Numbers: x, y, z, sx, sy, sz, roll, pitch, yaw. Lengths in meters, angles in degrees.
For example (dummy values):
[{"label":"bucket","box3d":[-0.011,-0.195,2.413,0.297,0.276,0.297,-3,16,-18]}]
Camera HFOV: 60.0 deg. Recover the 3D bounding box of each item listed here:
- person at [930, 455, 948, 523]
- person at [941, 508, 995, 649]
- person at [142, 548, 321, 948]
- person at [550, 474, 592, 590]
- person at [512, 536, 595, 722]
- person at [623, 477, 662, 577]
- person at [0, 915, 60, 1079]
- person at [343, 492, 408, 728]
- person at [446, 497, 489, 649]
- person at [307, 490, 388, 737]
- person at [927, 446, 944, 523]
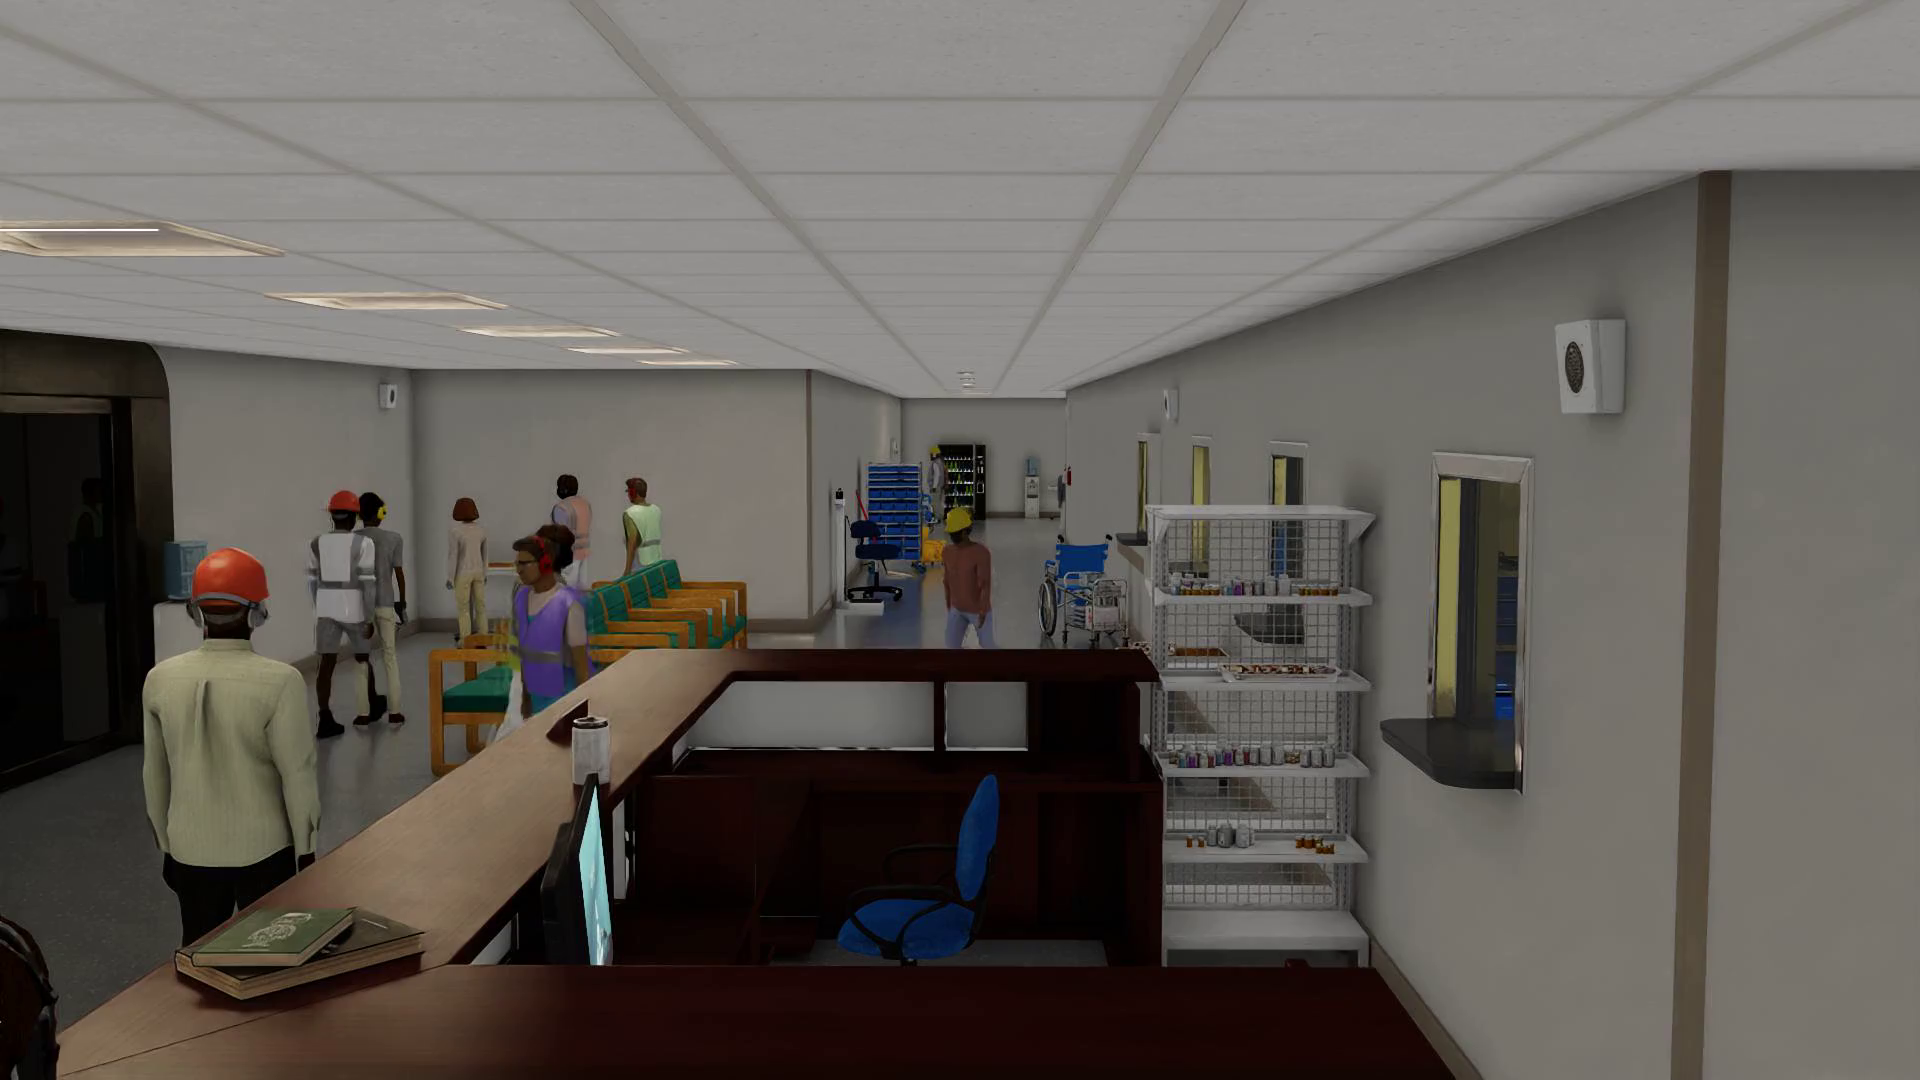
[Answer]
[{"label":"person","box3d":[-0.502,-1.216,39.542,0.533,1.640,0.335,2,5,30]},{"label":"person","box3d":[0.075,0.588,13.724,0.552,1.710,0.853,3,5,34]},{"label":"person","box3d":[-2.437,1.024,5.614,0.612,1.995,0.381,1,4,10]},{"label":"person","box3d":[-4.298,0.198,18.290,0.430,1.845,0.623,1,4,18]},{"label":"person","box3d":[-2.200,0.863,9.284,0.610,1.806,0.847,4,6,44]},{"label":"person","box3d":[-3.284,0.272,17.234,0.373,1.840,0.572,2,4,22]},{"label":"person","box3d":[-1.193,1.363,2.008,0.628,1.836,0.429,-2,5,-29]},{"label":"person","box3d":[-4.656,0.551,13.182,0.528,1.863,0.322,-2,4,-21]},{"label":"person","box3d":[-5.090,0.377,17.189,0.280,1.636,0.500,3,5,35]},{"label":"person","box3d":[-4.803,0.555,13.010,0.554,1.881,0.998,0,4,2]},{"label":"person","box3d":[-0.577,-1.300,39.362,0.404,1.830,0.599,1,4,8]}]
